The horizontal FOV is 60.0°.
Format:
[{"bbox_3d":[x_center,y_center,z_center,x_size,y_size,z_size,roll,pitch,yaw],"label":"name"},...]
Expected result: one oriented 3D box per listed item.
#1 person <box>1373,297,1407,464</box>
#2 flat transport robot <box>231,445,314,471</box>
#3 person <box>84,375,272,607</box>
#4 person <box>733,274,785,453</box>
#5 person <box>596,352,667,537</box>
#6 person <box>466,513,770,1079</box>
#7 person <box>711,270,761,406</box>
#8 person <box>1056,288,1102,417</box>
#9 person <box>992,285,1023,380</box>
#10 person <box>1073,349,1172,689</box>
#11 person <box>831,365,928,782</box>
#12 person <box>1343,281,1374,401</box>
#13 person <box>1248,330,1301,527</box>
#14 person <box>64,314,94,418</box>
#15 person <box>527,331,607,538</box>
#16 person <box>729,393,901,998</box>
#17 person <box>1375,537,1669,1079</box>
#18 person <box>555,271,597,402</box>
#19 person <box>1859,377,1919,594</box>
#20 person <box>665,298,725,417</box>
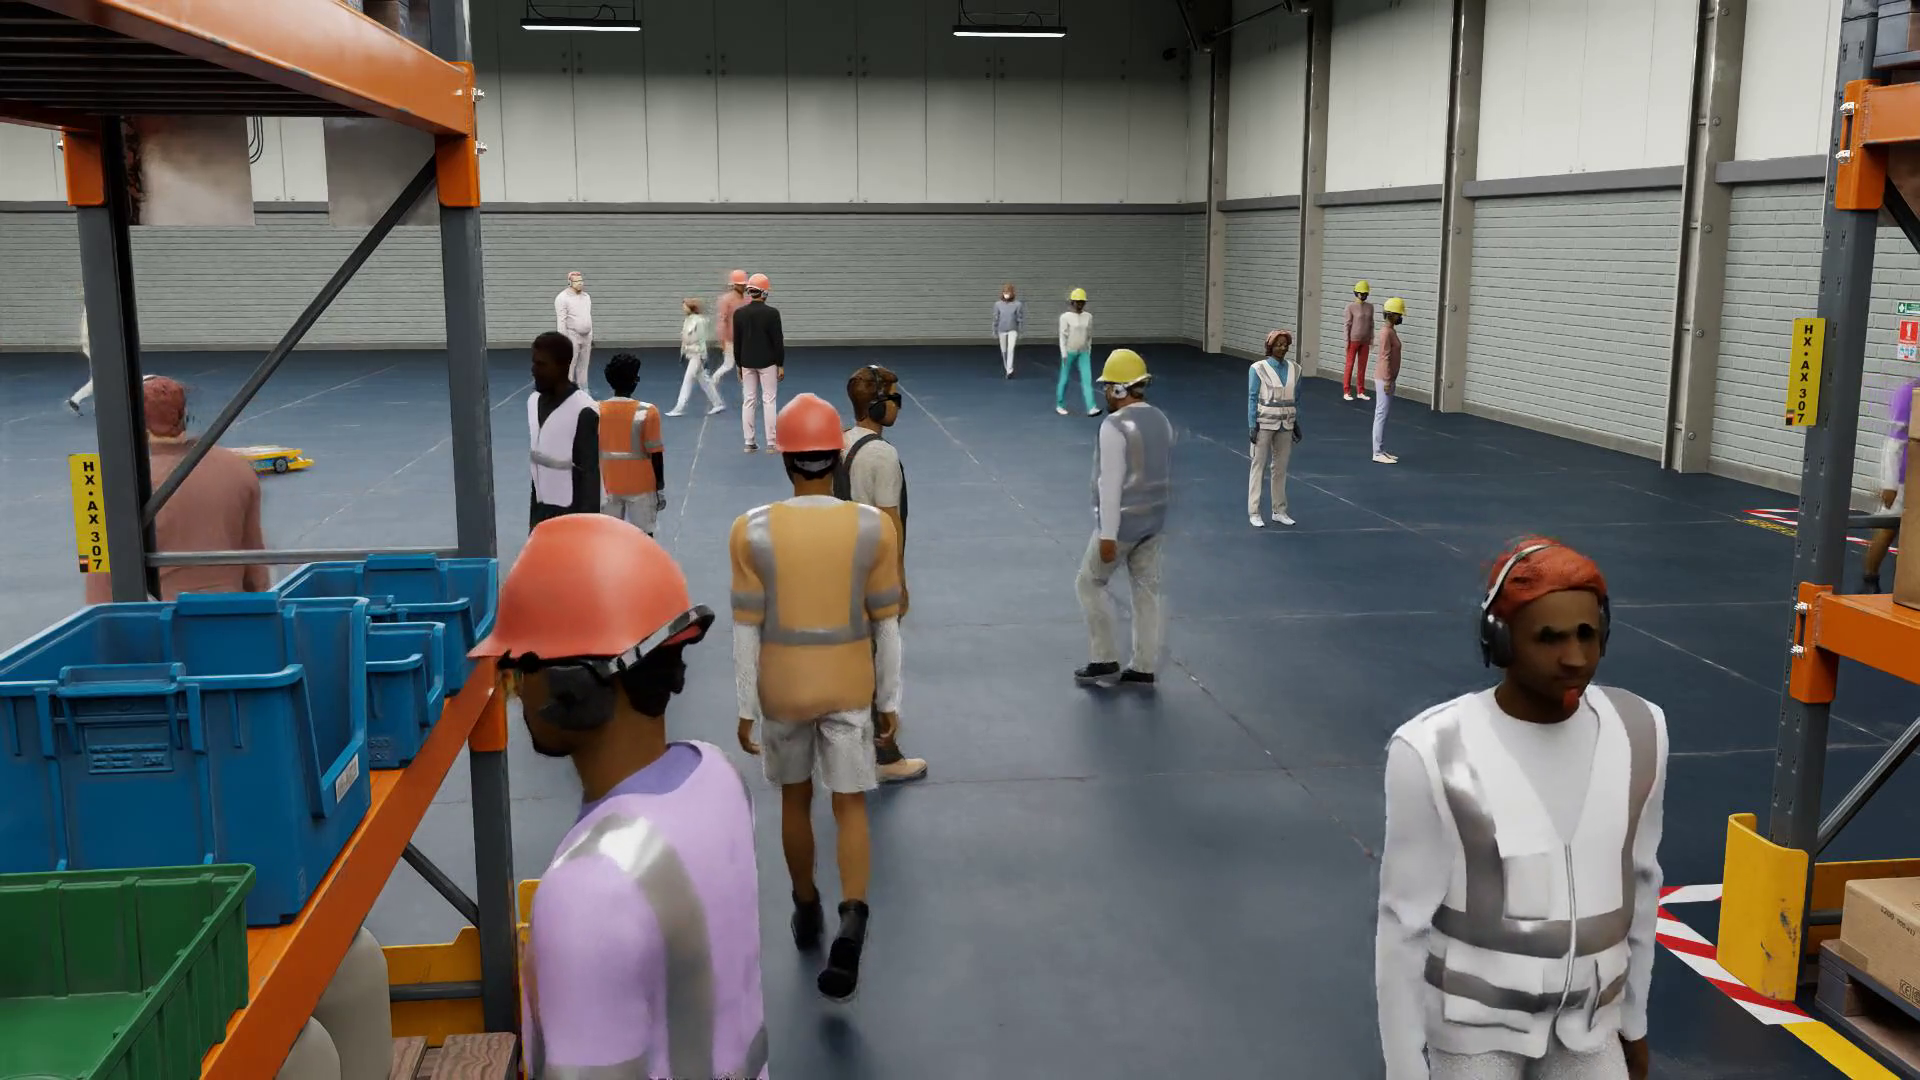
[{"bbox_3d":[4.584,-1.704,17.777,0.315,1.766,0.523,3,11,18],"label":"person"},{"bbox_3d":[-7.355,-0.785,16.830,0.652,0.197,1.431,6,12,30],"label":"flat transport robot"},{"bbox_3d":[-2.971,0.321,6.306,0.425,1.891,0.674,7,12,32],"label":"person"},{"bbox_3d":[-2.228,-1.961,18.547,0.610,1.996,0.378,4,11,20],"label":"person"},{"bbox_3d":[-2.071,-0.316,10.347,0.540,1.696,0.316,3,11,14],"label":"person"},{"bbox_3d":[-0.467,0.971,2.383,0.418,2.035,0.625,1,10,5],"label":"person"},{"bbox_3d":[-3.264,-2.903,23.861,0.897,1.952,0.663,9,14,41],"label":"person"},{"bbox_3d":[1.569,-2.511,22.335,0.550,1.716,0.918,-5,12,-27],"label":"person"},{"bbox_3d":[0.825,-3.550,28.350,0.510,1.606,0.776,3,11,14],"label":"person"},{"bbox_3d":[0.828,-0.106,8.866,0.568,1.813,0.626,8,13,38],"label":"person"},{"bbox_3d":[-0.385,0.150,7.390,0.344,1.846,0.507,-7,12,-34],"label":"person"},{"bbox_3d":[5.890,-2.931,24.521,0.523,1.761,0.333,-5,11,-26],"label":"person"},{"bbox_3d":[2.617,-0.930,13.872,0.510,1.640,0.308,-4,11,-23],"label":"person"},{"bbox_3d":[-11.421,-2.473,21.909,0.678,1.794,0.615,-6,12,-29],"label":"person"},{"bbox_3d":[-2.120,-0.174,8.981,0.519,1.908,0.609,-9,14,-42],"label":"person"},{"bbox_3d":[-0.457,0.490,5.353,0.547,1.916,0.826,-1,10,-6],"label":"person"},{"bbox_3d":[1.052,0.920,3.098,0.599,1.865,0.423,-2,11,-12],"label":"person"},{"bbox_3d":[-5.526,-2.921,24.051,0.409,1.906,0.652,6,12,31],"label":"person"},{"bbox_3d":[6.080,-0.420,10.504,0.563,1.863,0.961,-1,10,-5],"label":"person"},{"bbox_3d":[-3.566,-2.462,22.408,0.867,1.589,0.534,-5,12,-27],"label":"person"}]
